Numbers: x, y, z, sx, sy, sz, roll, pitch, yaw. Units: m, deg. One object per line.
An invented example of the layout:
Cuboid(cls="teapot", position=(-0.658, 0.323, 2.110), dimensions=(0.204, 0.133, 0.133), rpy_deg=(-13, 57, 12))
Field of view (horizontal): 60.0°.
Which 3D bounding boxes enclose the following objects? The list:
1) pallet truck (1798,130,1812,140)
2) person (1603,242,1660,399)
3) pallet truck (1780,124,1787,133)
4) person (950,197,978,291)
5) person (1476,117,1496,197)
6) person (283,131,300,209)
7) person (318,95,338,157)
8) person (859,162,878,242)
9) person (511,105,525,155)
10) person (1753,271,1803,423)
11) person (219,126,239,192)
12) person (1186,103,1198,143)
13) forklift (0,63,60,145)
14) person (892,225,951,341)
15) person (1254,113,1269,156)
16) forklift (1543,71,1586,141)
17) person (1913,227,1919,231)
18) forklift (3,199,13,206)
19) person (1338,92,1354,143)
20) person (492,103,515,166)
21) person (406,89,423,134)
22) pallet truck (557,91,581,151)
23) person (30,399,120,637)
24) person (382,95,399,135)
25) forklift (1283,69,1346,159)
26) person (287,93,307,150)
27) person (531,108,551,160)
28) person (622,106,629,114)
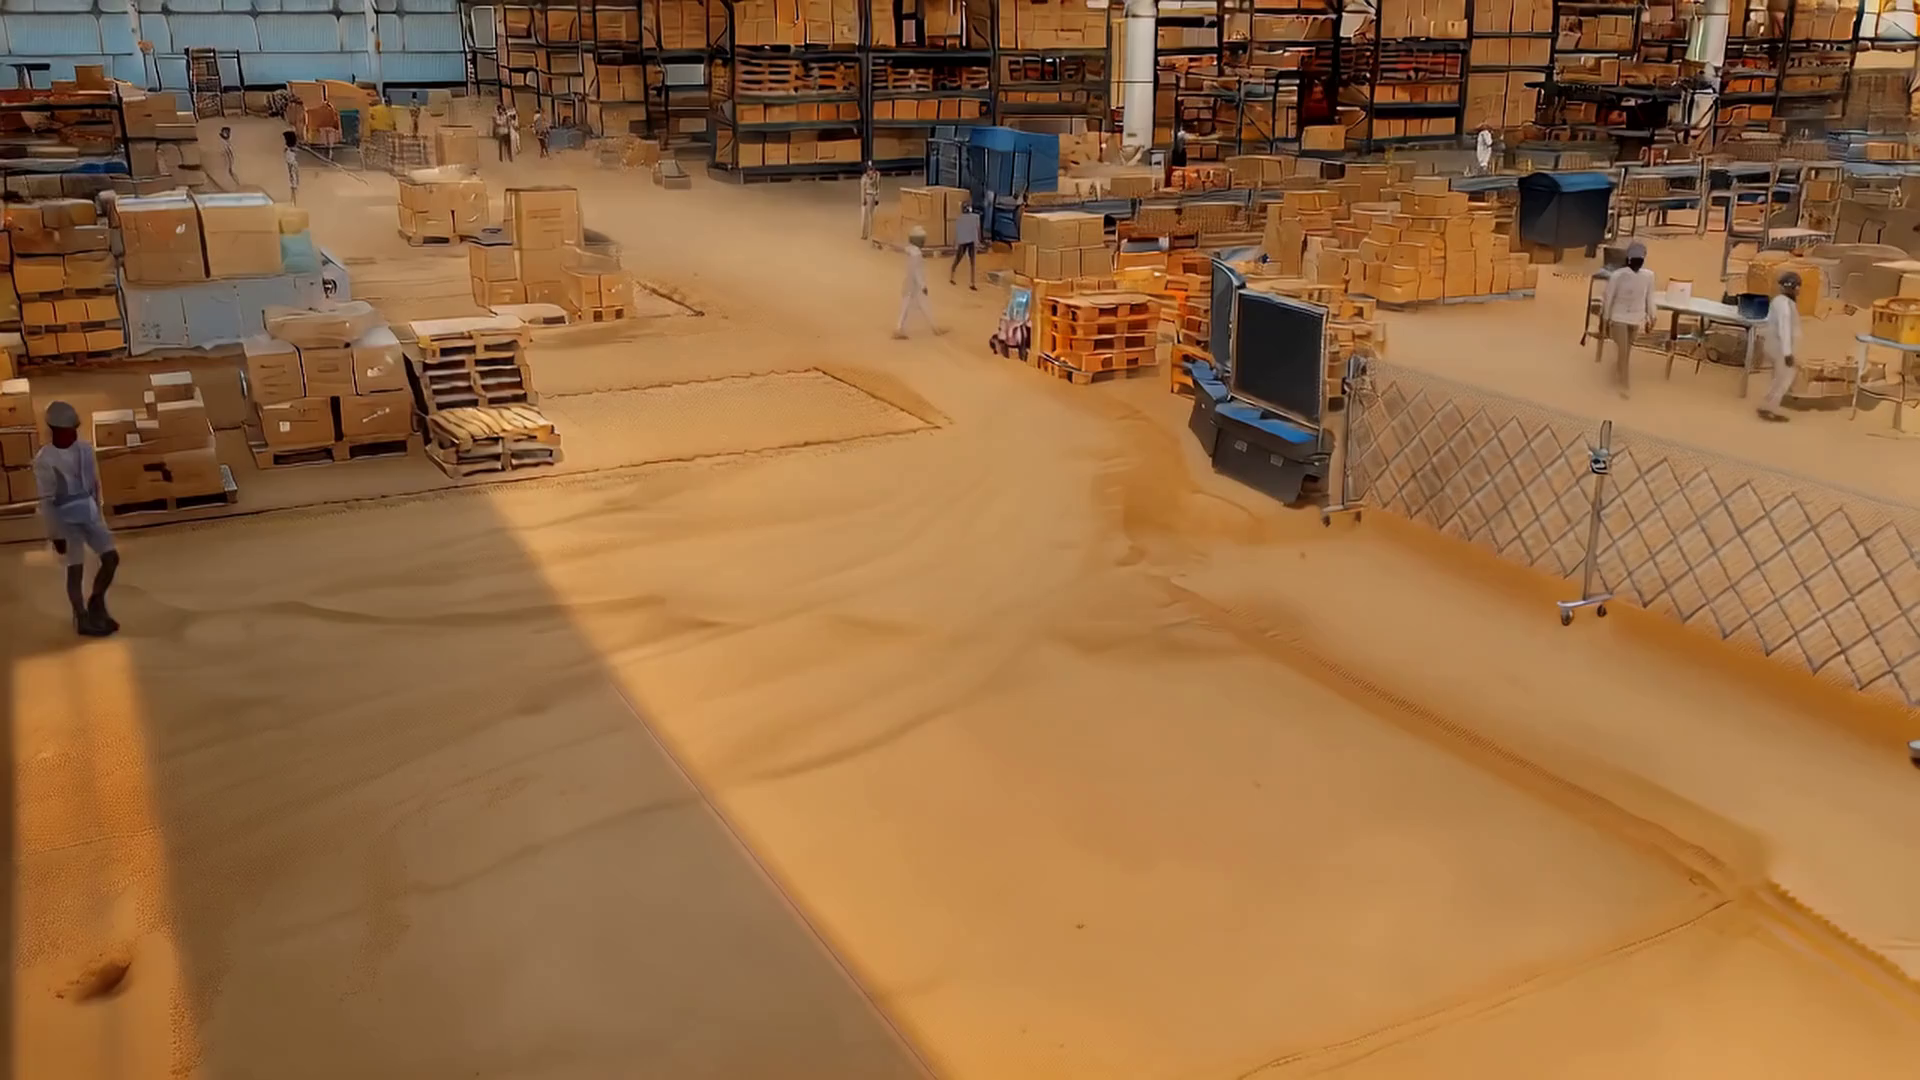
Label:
Cuboid(cls="pallet truck", position=(25.526, -11.556, 49.408), dimensions=(1.630, 1.274, 0.653), rpy_deg=(-9, 20, -26))
Cuboid(cls="person", position=(8.498, -2.805, 21.099), dimensions=(0.622, 1.947, 1.023), rpy_deg=(-2, 18, -8))
Cuboid(cls="pallet truck", position=(25.206, -12.542, 52.601), dimensions=(1.601, 1.201, 0.680), rpy_deg=(0, 18, -2))
Cuboid(cls="person", position=(0.066, -5.198, 29.098), dimensions=(0.516, 1.609, 0.769), rpy_deg=(-8, 20, -24))
Cuboid(cls="person", position=(13.648, -9.947, 43.209), dimensions=(0.417, 2.031, 0.710), rpy_deg=(0, 18, 0))
Cuboid(cls="person", position=(-15.847, -8.722, 39.498), dimensions=(0.365, 1.965, 0.608), rpy_deg=(-5, 18, -14))
Cuboid(cls="person", position=(-20.894, -13.683, 54.957), dimensions=(0.636, 1.976, 0.531), rpy_deg=(-14, 23, -38))
Cuboid(cls="person", position=(-1.924, -7.109, 34.996), dimensions=(0.307, 1.641, 0.513), rpy_deg=(12, 21, 33))
Cuboid(cls="person", position=(-14.814, -13.707, 55.568), dimensions=(0.309, 1.641, 0.514), rpy_deg=(-15, 23, -39))
Cuboid(cls="person", position=(9.677, -2.255, 19.603), dimensions=(0.421, 1.801, 0.625), rpy_deg=(6, 19, 19))
Cuboid(cls="person", position=(-18.544, -9.540, 42.210), dimensions=(0.313, 1.866, 0.538), rpy_deg=(-8, 20, -24))
Cuboid(cls="person", position=(7.728, -13.815, 55.850), dimensions=(0.535, 1.673, 0.685), rpy_deg=(-8, 20, -25))
Cuboid(cls="forklift", position=(-33.500, -15.620, 59.532), dimensions=(1.873, 2.768, 1.129), rpy_deg=(-9, 20, -26))
Cuboid(cls="person", position=(-0.597, -3.786, 24.551), dimensions=(0.916, 1.692, 0.505), rpy_deg=(-2, 18, -7))
Cuboid(cls="person", position=(8.395, -10.856, 46.199), dimensions=(0.366, 1.935, 0.552), rpy_deg=(15, 23, 40))
Cuboid(cls="forklift", position=(18.685, -13.231, 52.085), dimensions=(1.873, 2.768, 1.129), rpy_deg=(-9, 20, -26))
Cuboid(cls="person", position=(21.432, -7.685, 36.393), dimensions=(0.687, 1.882, 0.654), rpy_deg=(12, 21, 32))
Cuboid(cls="forklift", position=(-24.498, -9.585, 40.717), dimensions=(1.873, 2.768, 1.129), rpy_deg=(-9, 20, -26))
Cuboid(cls="person", position=(13.704, -14.935, 59.036), dimensions=(0.934, 1.879, 0.643), rpy_deg=(-8, 19, -23))
Cuboid(cls="person", position=(-14.135, -12.554, 51.562), dimensions=(0.585, 1.900, 0.741), rpy_deg=(-12, 22, -34))
Cuboid(cls="person", position=(-20.005, -15.572, 61.016), dimensions=(0.544, 1.879, 1.010), rpy_deg=(-14, 22, -36))
Cuboid(cls="pallet truck", position=(-13.495, -14.412, 57.188), dimensions=(0.823, 1.965, 1.885), rpy_deg=(-3, 18, -9))
Cuboid(cls="person", position=(-6.803, -0.152, 12.852), dimensions=(0.447, 1.918, 0.581), rpy_deg=(6, 19, 19))
Cuboid(cls="person", position=(-19.093, -13.968, 55.940), dimensions=(0.867, 1.902, 0.653), rpy_deg=(1, 18, 4))
Cuboid(cls="forklift", position=(11.615, -13.871, 54.079), dimensions=(1.129, 2.768, 1.873), rpy_deg=(-9, 20, -27))
Cuboid(cls="person", position=(-22.884, -14.444, 57.405), dimensions=(0.627, 1.927, 0.601), rpy_deg=(-15, 23, -39))
Cuboid(cls="person", position=(-13.516, -13.098, 53.656), dimensions=(0.577, 1.631, 0.864), rpy_deg=(-14, 22, -36))
Cuboid(cls="person", position=(-12.446, -15.606, 61.159), dimensions=(0.625, 1.847, 0.429), rpy_deg=(-13, 22, -34))
